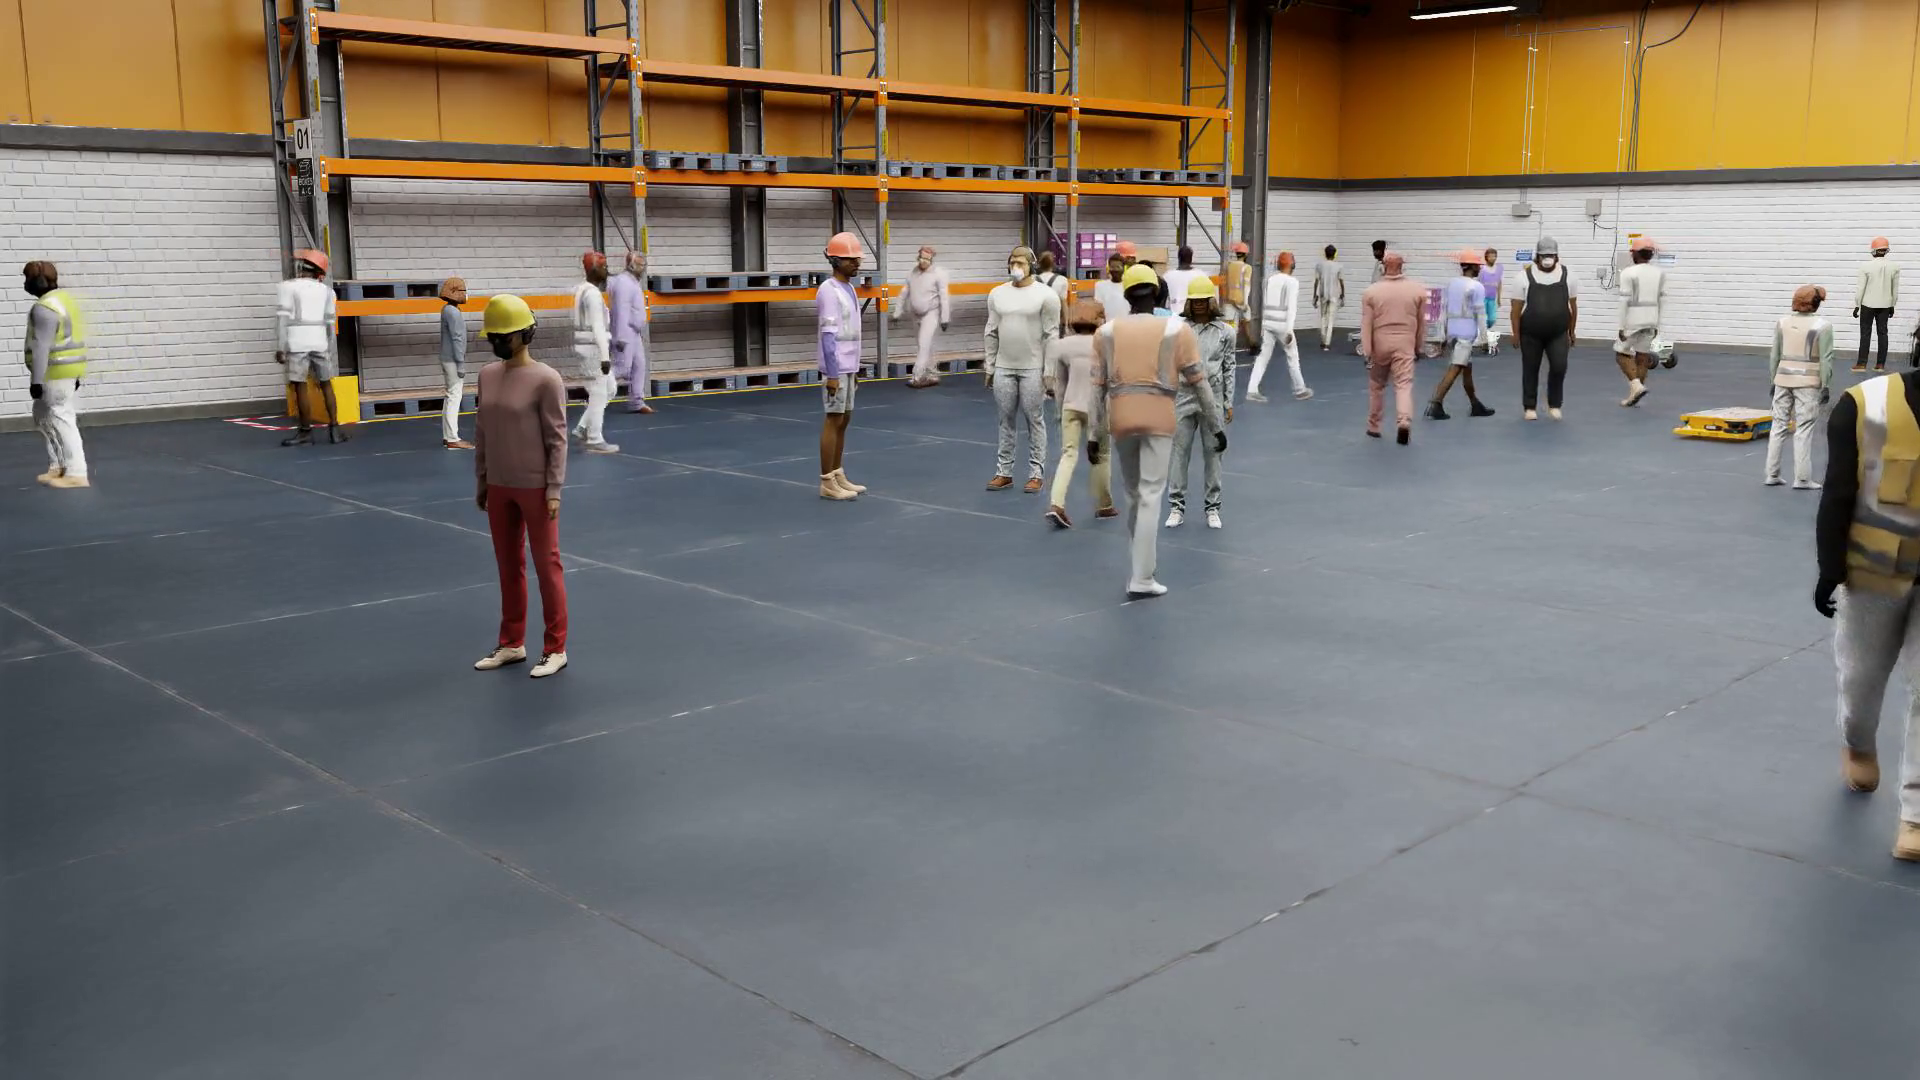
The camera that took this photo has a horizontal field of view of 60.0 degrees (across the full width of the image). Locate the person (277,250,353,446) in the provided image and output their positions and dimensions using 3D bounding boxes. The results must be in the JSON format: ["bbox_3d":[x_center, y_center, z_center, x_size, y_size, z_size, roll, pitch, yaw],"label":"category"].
[{"bbox_3d":[-6.277,-1.841,16.040,0.378,1.883,0.660,8,13,38],"label":"person"}]

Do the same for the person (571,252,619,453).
[{"bbox_3d":[-3.364,-1.732,15.453,0.417,1.868,0.609,-4,11,-20],"label":"person"}]

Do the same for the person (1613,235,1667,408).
[{"bbox_3d":[7.927,-2.531,19.389,0.614,2.023,0.501,-2,11,-11],"label":"person"}]

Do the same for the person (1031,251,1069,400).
[{"bbox_3d":[1.094,-2.636,20.485,0.532,1.832,0.407,3,11,16],"label":"person"}]

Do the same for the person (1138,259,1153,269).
[{"bbox_3d":[2.921,-3.493,25.620,0.528,1.663,0.790,8,13,38],"label":"person"}]

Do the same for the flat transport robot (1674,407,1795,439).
[{"bbox_3d":[7.869,-1.192,16.873,1.431,0.197,0.652,-10,14,-43],"label":"flat transport robot"}]

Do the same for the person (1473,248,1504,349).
[{"bbox_3d":[9.418,-4.329,29.813,0.591,1.802,0.597,-2,11,-12],"label":"person"}]

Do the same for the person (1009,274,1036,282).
[{"bbox_3d":[0.812,-2.917,22.017,0.404,1.833,0.589,-8,13,-39],"label":"person"}]

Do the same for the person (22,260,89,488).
[{"bbox_3d":[-7.322,-1.315,13.321,0.591,1.819,0.647,-3,11,-14],"label":"person"}]

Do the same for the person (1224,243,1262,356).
[{"bbox_3d":[4.662,-3.976,27.635,0.982,1.883,0.554,-10,15,-44],"label":"person"}]

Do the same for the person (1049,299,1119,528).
[{"bbox_3d":[0.858,-0.887,11.623,0.505,1.590,0.854,6,12,28],"label":"person"}]

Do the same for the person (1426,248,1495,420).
[{"bbox_3d":[5.557,-2.271,18.368,1.001,1.888,0.568,-4,11,-22],"label":"person"}]

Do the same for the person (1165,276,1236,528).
[{"bbox_3d":[1.653,-0.944,11.503,0.493,1.743,0.298,2,11,9],"label":"person"}]

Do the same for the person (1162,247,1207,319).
[{"bbox_3d":[2.849,-2.819,21.389,0.623,1.855,1.001,0,10,0],"label":"person"}]

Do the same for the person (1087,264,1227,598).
[{"bbox_3d":[1.115,-0.635,9.523,0.750,1.845,0.946,5,11,23],"label":"person"}]

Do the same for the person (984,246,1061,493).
[{"bbox_3d":[0.478,-1.341,13.136,0.631,1.940,0.372,5,12,25],"label":"person"}]

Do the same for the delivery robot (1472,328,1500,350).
[{"bbox_3d":[8.660,-3.398,27.872,0.707,0.478,0.477,6,12,31],"label":"delivery robot"}]

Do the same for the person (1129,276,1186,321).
[{"bbox_3d":[1.650,-1.395,14.110,0.543,1.681,0.475,2,11,12],"label":"person"}]

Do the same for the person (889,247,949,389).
[{"bbox_3d":[-0.548,-2.919,21.927,0.666,1.860,0.912,9,14,41],"label":"person"}]

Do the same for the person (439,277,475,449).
[{"bbox_3d":[-4.804,-1.677,15.833,0.287,1.626,0.497,-5,11,-25],"label":"person"}]

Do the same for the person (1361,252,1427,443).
[{"bbox_3d":[4.264,-1.896,16.369,0.640,1.867,0.950,2,11,8],"label":"person"}]

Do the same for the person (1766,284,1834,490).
[{"bbox_3d":[6.714,-1.223,13.308,0.310,1.638,0.522,-6,12,-28],"label":"person"}]

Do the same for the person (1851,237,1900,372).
[{"bbox_3d":[13.583,-3.488,24.686,0.612,1.997,0.375,0,10,2],"label":"person"}]

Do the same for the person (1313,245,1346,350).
[{"bbox_3d":[6.590,-4.310,29.571,0.532,1.838,0.818,5,11,25],"label":"person"}]

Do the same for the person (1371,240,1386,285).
[{"bbox_3d":[7.360,-4.293,29.230,0.477,1.935,0.612,-1,10,-4],"label":"person"}]

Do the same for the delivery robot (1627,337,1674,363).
[{"bbox_3d":[10.515,-2.947,25.399,0.477,0.478,0.707,-6,12,-26],"label":"delivery robot"}]

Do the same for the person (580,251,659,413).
[{"bbox_3d":[-3.861,-2.331,18.775,0.765,1.865,0.654,0,10,1],"label":"person"}]

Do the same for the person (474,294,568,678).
[{"bbox_3d":[-2.032,-0.245,7.648,0.522,1.762,0.320,6,12,28],"label":"person"}]

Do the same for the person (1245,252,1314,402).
[{"bbox_3d":[3.900,-2.583,20.253,0.999,1.833,0.582,-7,12,-33],"label":"person"}]

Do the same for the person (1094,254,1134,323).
[{"bbox_3d":[1.744,-2.338,18.917,0.535,1.821,1.002,2,11,13],"label":"person"}]

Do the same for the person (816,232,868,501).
[{"bbox_3d":[-0.886,-1.325,12.761,0.393,2.041,0.613,2,11,12],"label":"person"}]

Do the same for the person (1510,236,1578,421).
[{"bbox_3d":[6.351,-2.300,18.085,0.720,2.000,0.682,2,11,11],"label":"person"}]

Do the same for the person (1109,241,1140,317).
[{"bbox_3d":[1.997,-2.934,21.790,0.745,1.960,0.636,3,11,15],"label":"person"}]

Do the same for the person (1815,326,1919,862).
[{"bbox_3d":[3.234,0.100,5.640,0.621,1.818,0.862,5,12,26],"label":"person"}]
